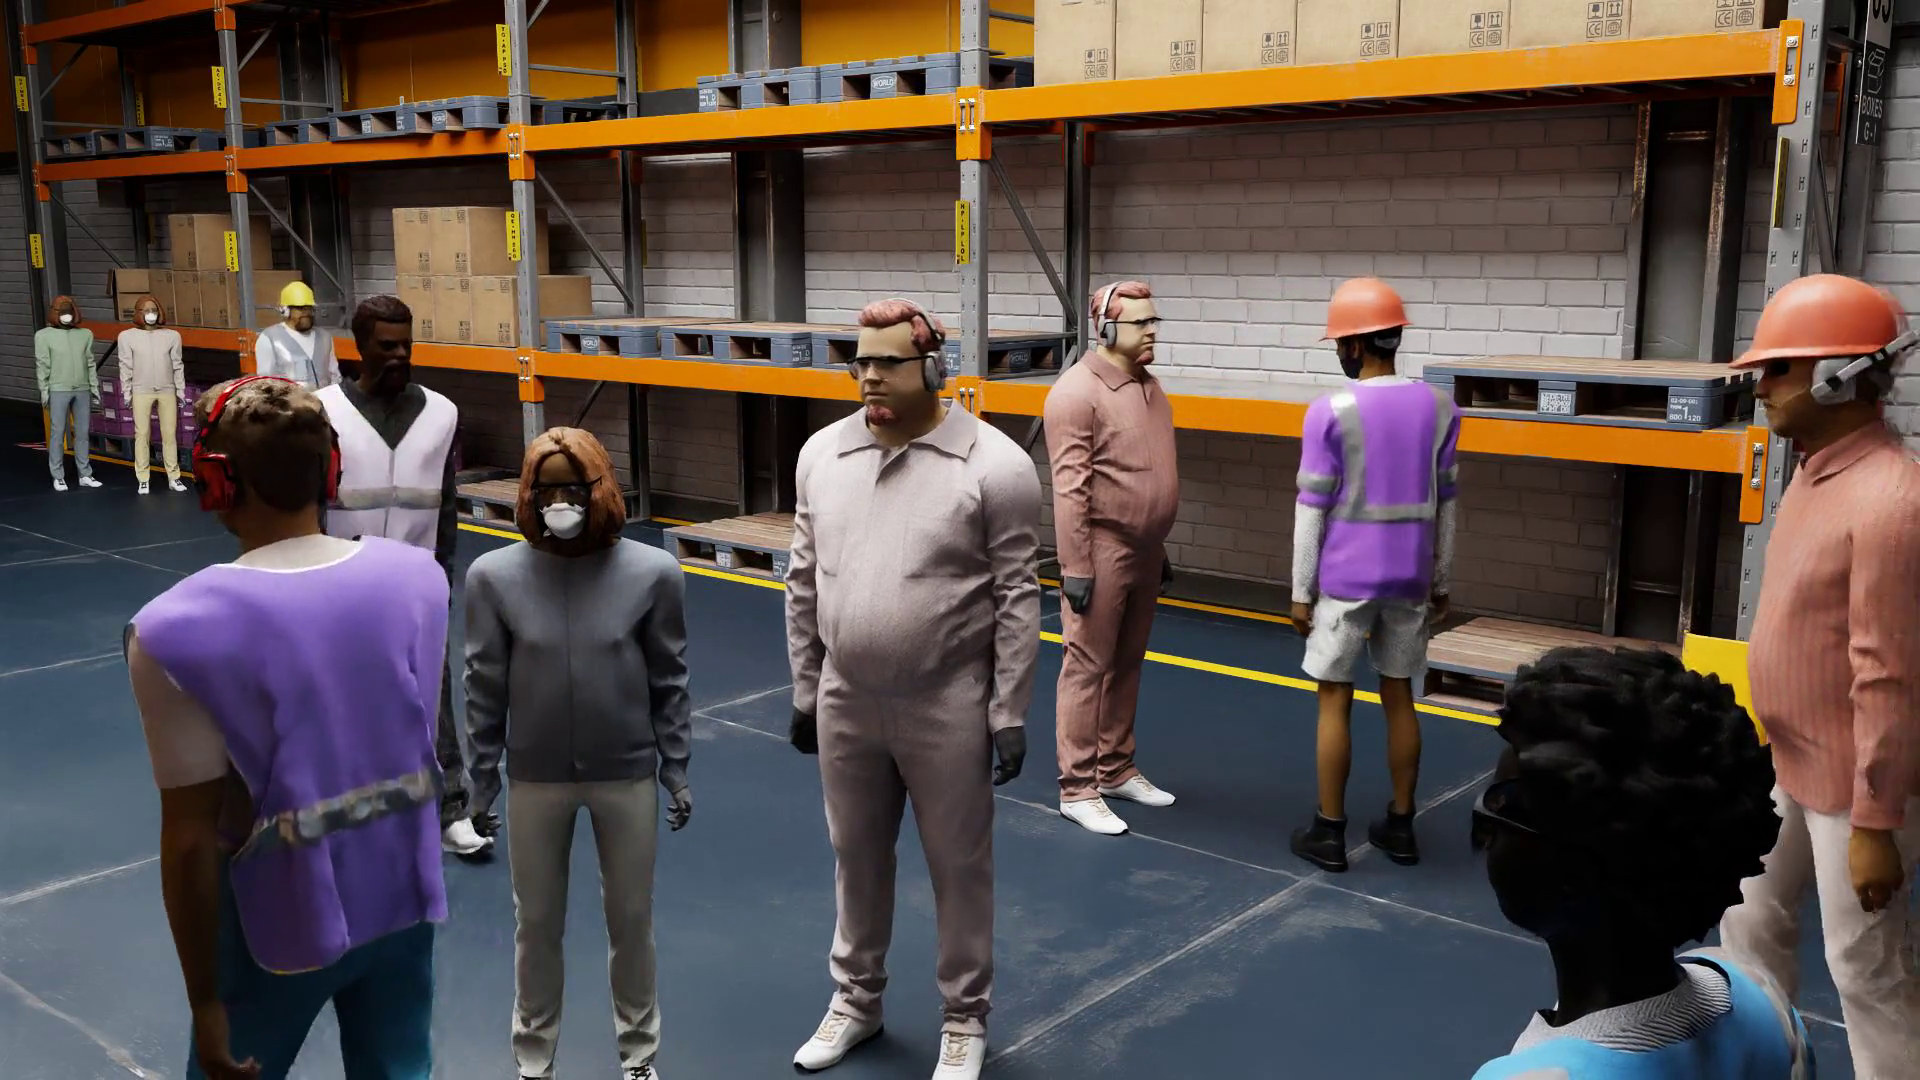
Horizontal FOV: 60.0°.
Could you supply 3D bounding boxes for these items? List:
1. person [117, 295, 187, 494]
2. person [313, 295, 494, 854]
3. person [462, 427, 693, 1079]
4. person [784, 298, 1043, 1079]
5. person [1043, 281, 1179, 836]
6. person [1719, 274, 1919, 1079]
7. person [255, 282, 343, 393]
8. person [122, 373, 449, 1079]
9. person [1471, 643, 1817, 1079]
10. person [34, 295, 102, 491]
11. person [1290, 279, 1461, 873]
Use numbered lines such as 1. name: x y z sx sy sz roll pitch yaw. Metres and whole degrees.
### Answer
1. person: -6.671 -1.201 13.772 0.500 1.636 0.282 -8 13 -38
2. person: -1.961 0.109 5.659 0.610 1.870 0.997 -8 13 -39
3. person: -0.864 0.551 3.800 0.507 1.631 0.266 -2 10 -10
4. person: -0.138 0.383 3.981 0.645 1.907 0.400 4 11 23
5. person: 0.567 0.054 5.853 0.406 1.910 0.639 7 12 35
6. person: 1.742 0.462 3.381 0.534 1.971 0.666 2 10 11
7. person: -4.676 -0.944 11.883 0.956 1.783 0.612 7 12 33
8. person: -1.145 0.629 2.826 0.768 1.815 0.570 8 13 39
9. person: 0.547 0.923 1.499 0.318 1.699 0.535 9 14 43
10. person: -7.476 -1.235 13.973 0.277 1.631 0.506 7 12 34
11. person: 1.338 0.121 5.425 0.573 1.923 0.391 -3 10 -15
